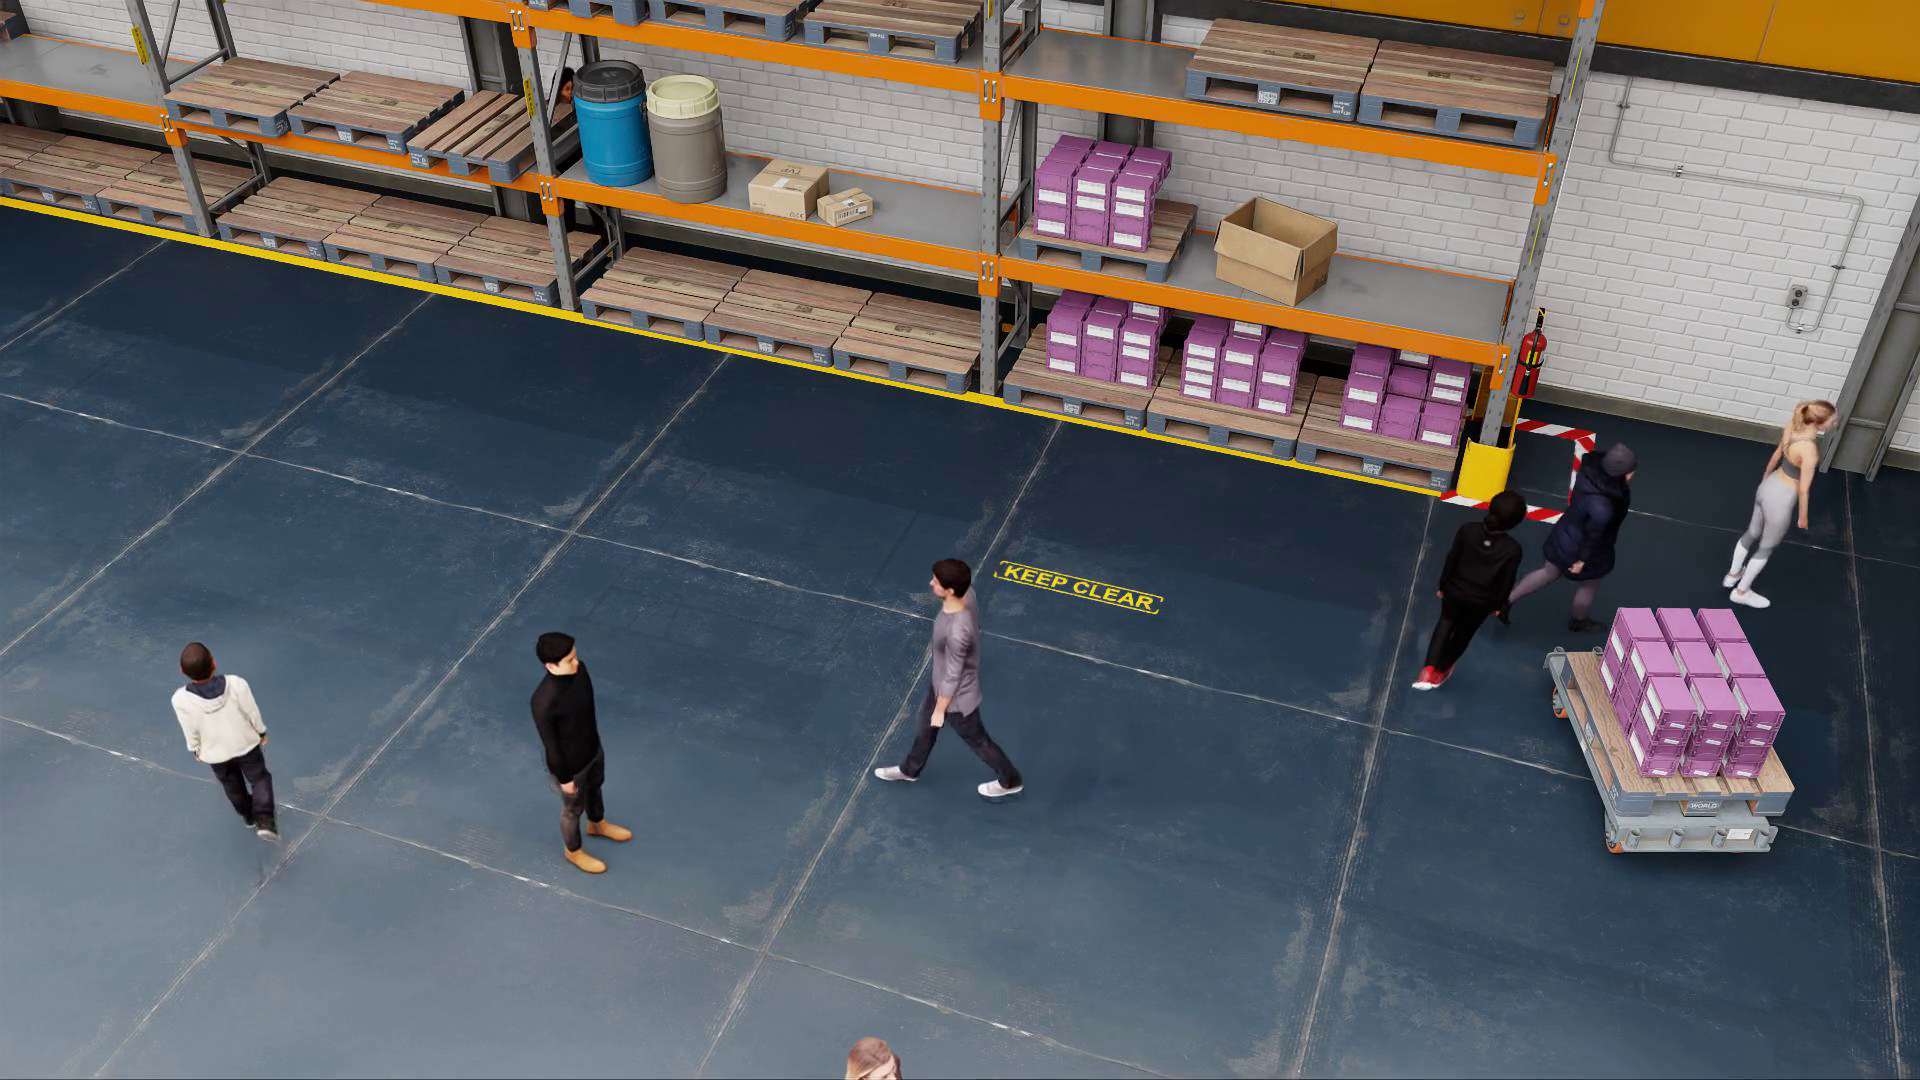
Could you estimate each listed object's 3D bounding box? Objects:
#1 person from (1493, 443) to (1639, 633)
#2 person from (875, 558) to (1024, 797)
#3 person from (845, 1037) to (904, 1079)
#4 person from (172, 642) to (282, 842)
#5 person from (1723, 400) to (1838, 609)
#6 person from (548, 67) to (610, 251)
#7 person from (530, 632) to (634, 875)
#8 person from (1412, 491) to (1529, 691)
[{"bbox_3d":[4.036,0.017,11.045,1.161,1.643,0.912,-3,39,-4],"label":"person"},{"bbox_3d":[0.065,0.873,9.842,1.255,1.807,0.962,1,39,1],"label":"person"},{"bbox_3d":[-0.394,2.787,7.527,0.536,1.705,0.625,17,42,21],"label":"person"},{"bbox_3d":[-4.261,1.222,9.696,0.853,1.443,0.901,-14,41,-17],"label":"person"},{"bbox_3d":[5.568,-0.291,11.387,0.643,1.697,0.713,-7,39,-9],"label":"person"},{"bbox_3d":[-3.532,-3.493,15.303,0.769,1.814,0.832,-16,41,-19],"label":"person"},{"bbox_3d":[-2.214,1.184,9.520,0.524,1.722,0.643,13,41,16],"label":"person"},{"bbox_3d":[3.236,0.395,10.566,0.791,1.650,0.786,20,43,23],"label":"person"}]
